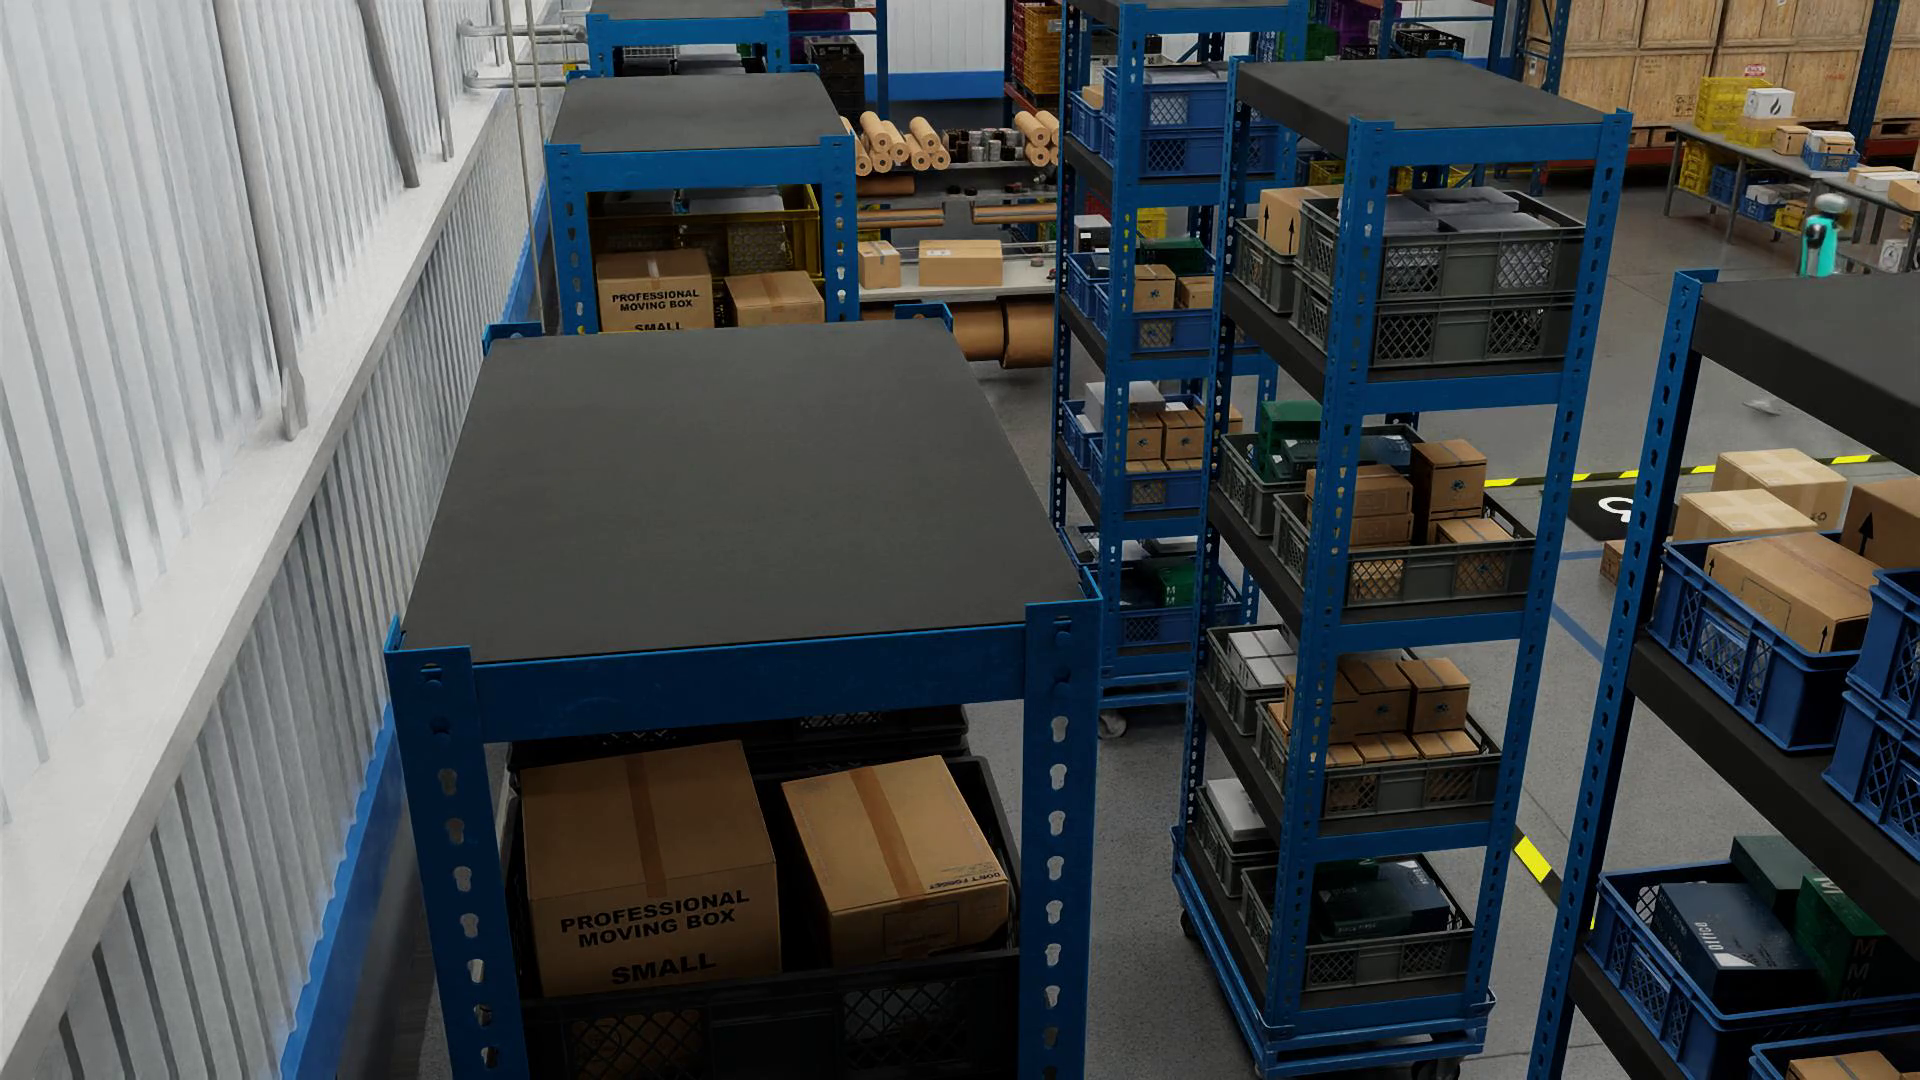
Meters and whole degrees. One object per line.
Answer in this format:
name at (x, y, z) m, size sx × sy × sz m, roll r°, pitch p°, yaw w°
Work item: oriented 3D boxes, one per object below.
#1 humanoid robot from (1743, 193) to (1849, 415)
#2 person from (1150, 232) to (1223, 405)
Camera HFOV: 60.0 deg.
humanoid robot at (6.423, -1.609, 12.110) m, size 1.074 × 1.751 × 0.540 m, roll 17°, pitch 29°, yaw 32°
person at (1.474, -1.093, 10.780) m, size 0.590 × 1.852 × 0.371 m, roll -4°, pitch 25°, yaw -9°
